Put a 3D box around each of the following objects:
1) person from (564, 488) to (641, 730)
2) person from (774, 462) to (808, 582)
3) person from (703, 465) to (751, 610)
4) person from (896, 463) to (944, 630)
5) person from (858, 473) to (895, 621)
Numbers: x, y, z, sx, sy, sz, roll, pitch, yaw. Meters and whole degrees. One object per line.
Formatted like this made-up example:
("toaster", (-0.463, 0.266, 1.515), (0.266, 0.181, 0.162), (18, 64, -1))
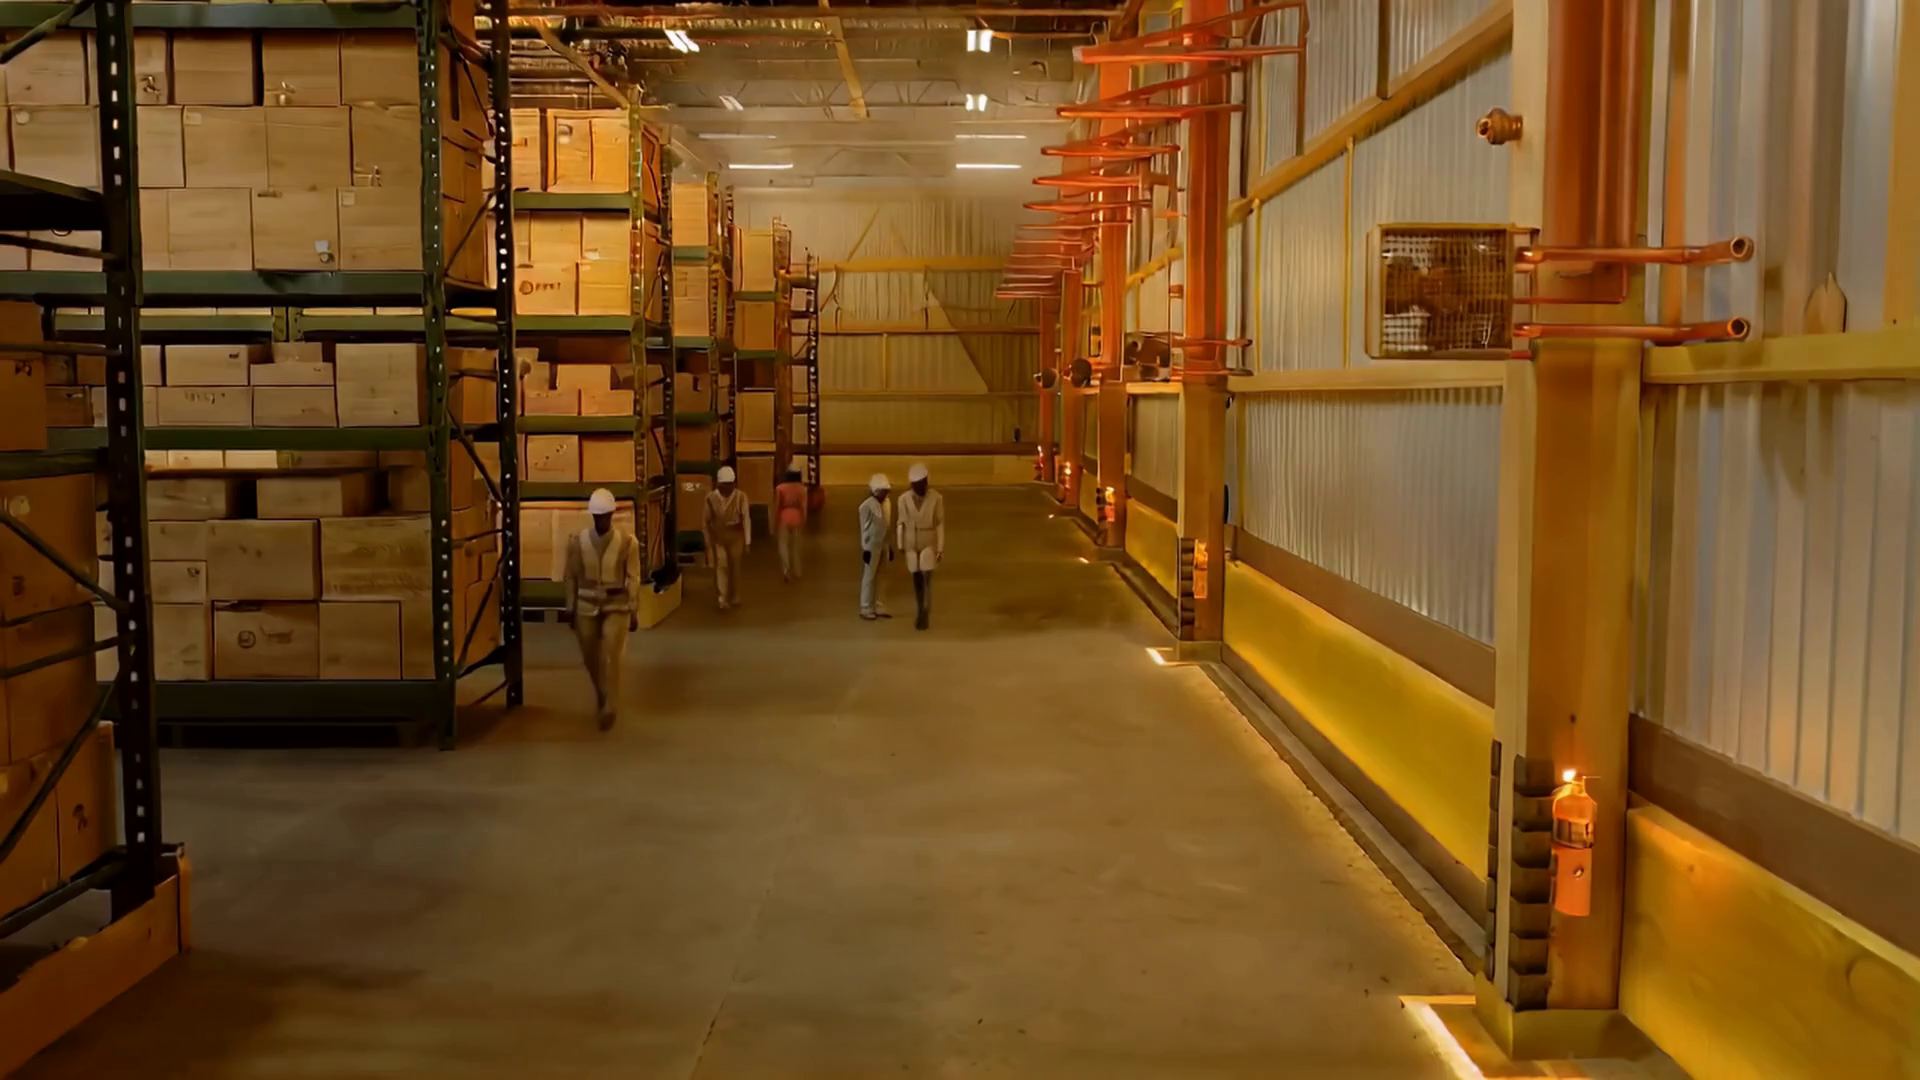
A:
("person", (-2.876, 0.523, 13.421), (0.603, 1.918, 0.870), (0, 5, -4))
("person", (-2.417, -0.260, 23.712), (0.486, 1.708, 0.820), (0, 5, -2))
("person", (-2.913, -0.051, 20.799), (0.597, 1.798, 0.865), (-1, 5, -9))
("person", (-0.452, 0.050, 19.130), (0.544, 1.883, 1.018), (1, 5, 9))
("person", (-0.952, 0.078, 19.566), (0.351, 1.742, 0.566), (3, 6, 35))
